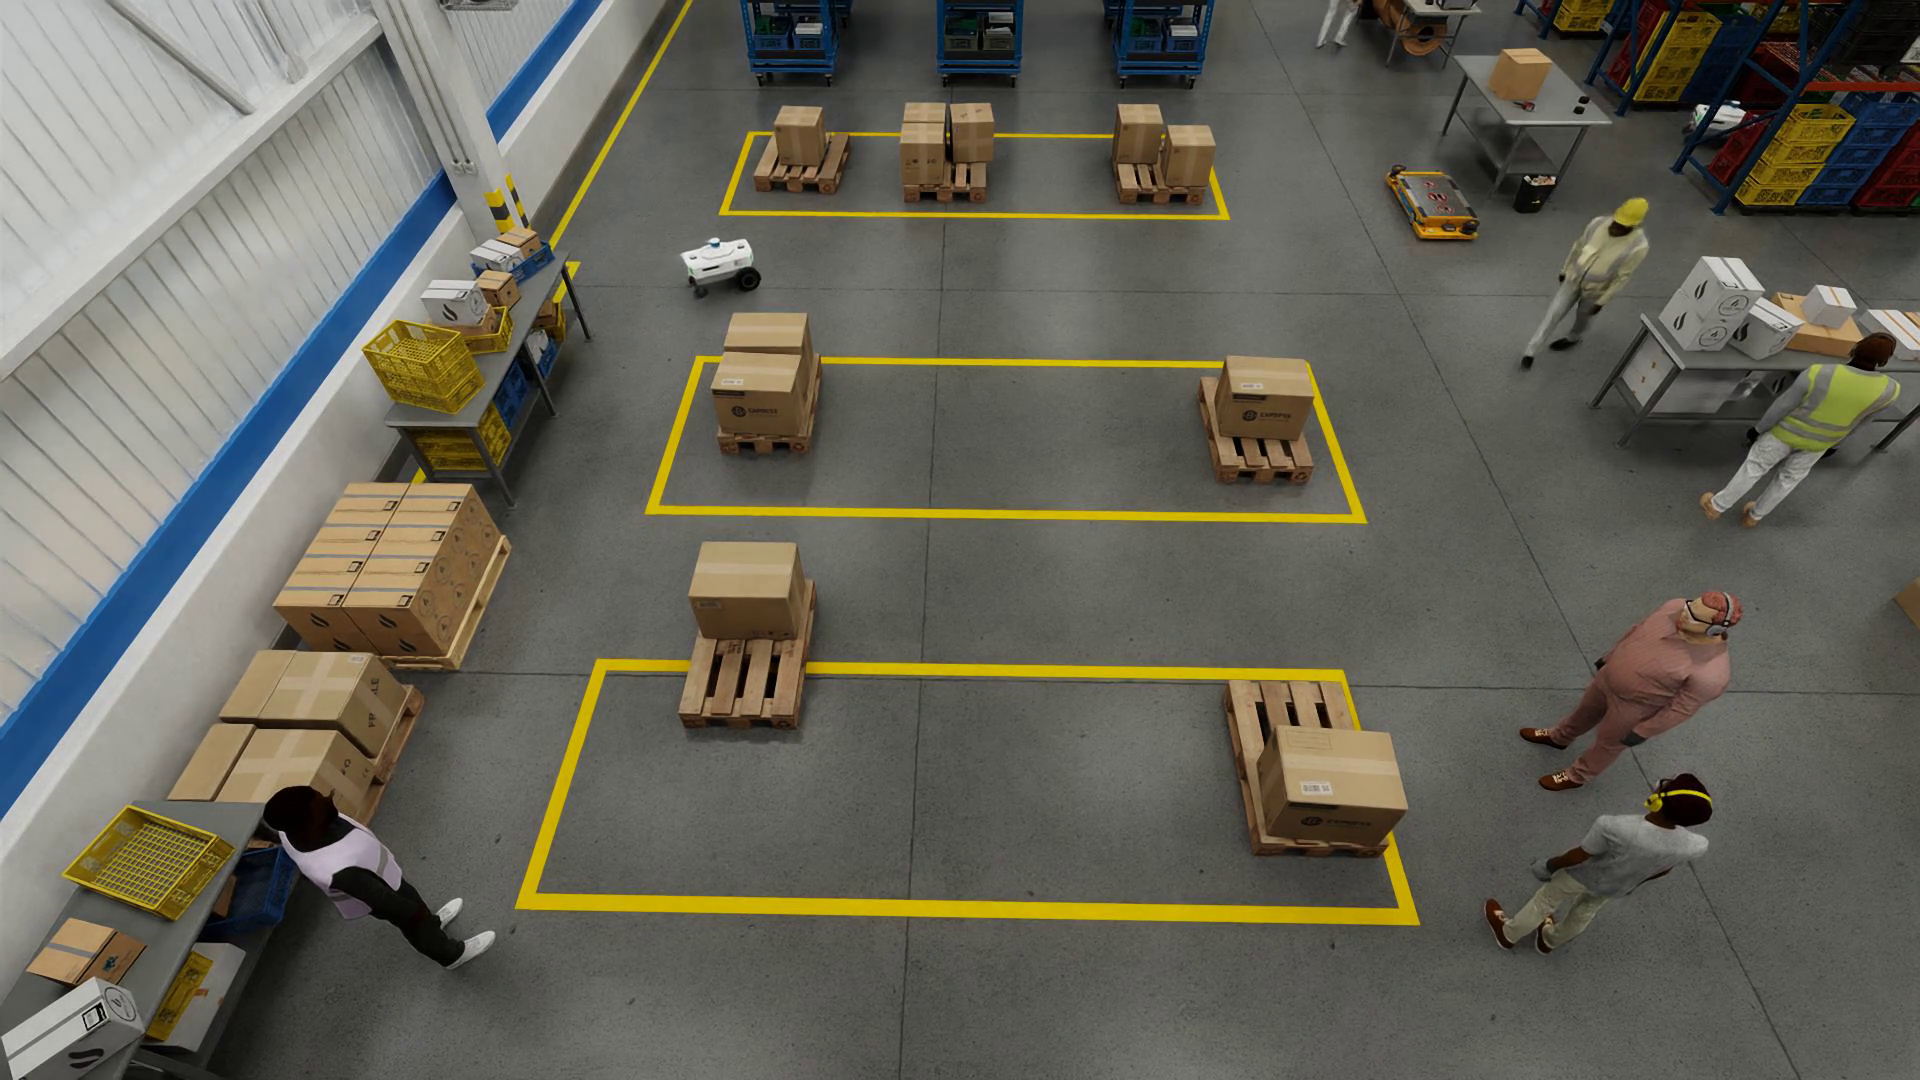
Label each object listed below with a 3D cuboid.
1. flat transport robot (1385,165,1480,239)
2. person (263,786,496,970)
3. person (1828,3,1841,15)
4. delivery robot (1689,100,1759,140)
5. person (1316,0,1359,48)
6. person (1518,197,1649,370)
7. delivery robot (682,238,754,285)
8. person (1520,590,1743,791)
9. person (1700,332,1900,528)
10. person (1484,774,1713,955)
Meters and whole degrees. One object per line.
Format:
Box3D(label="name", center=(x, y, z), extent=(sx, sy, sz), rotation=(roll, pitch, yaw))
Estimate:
Box3D(label="flat transport robot", center=(5.692, -4.094, 11.059), extent=(0.652, 0.197, 1.431), rotation=(1, 49, 1))
Box3D(label="person", center=(-3.101, 1.816, 4.861), extent=(0.596, 1.918, 0.385), rotation=(30, 56, 24))
Box3D(label="person", center=(13.936, -8.721, 14.006), extent=(0.574, 1.882, 0.351), rotation=(-27, 54, -22))
Box3D(label="delivery robot", center=(10.032, -5.507, 12.030), extent=(0.707, 0.478, 0.477), rotation=(17, 52, 15))
Box3D(label="person", center=(5.804, -8.304, 13.827), extent=(0.501, 1.602, 0.524), rotation=(-30, 55, -23))
Box3D(label="person", center=(5.946, -2.446, 8.645), extent=(0.870, 1.789, 0.597), rotation=(-29, 55, -23))
Box3D(label="delivery robot", center=(-2.601, -3.016, 9.880), extent=(0.707, 0.478, 0.477), rotation=(-18, 52, -15))
Box3D(label="person", center=(4.105, 0.933, 5.633), extent=(0.406, 1.911, 0.639), rotation=(4, 49, 3))
Box3D(label="person", center=(6.595, -0.834, 7.208), extent=(0.624, 1.841, 0.430), rotation=(18, 51, 15))
Box3D(label="person", center=(3.402, 1.776, 4.927), extent=(0.521, 1.873, 0.334), rotation=(10, 50, 8))
